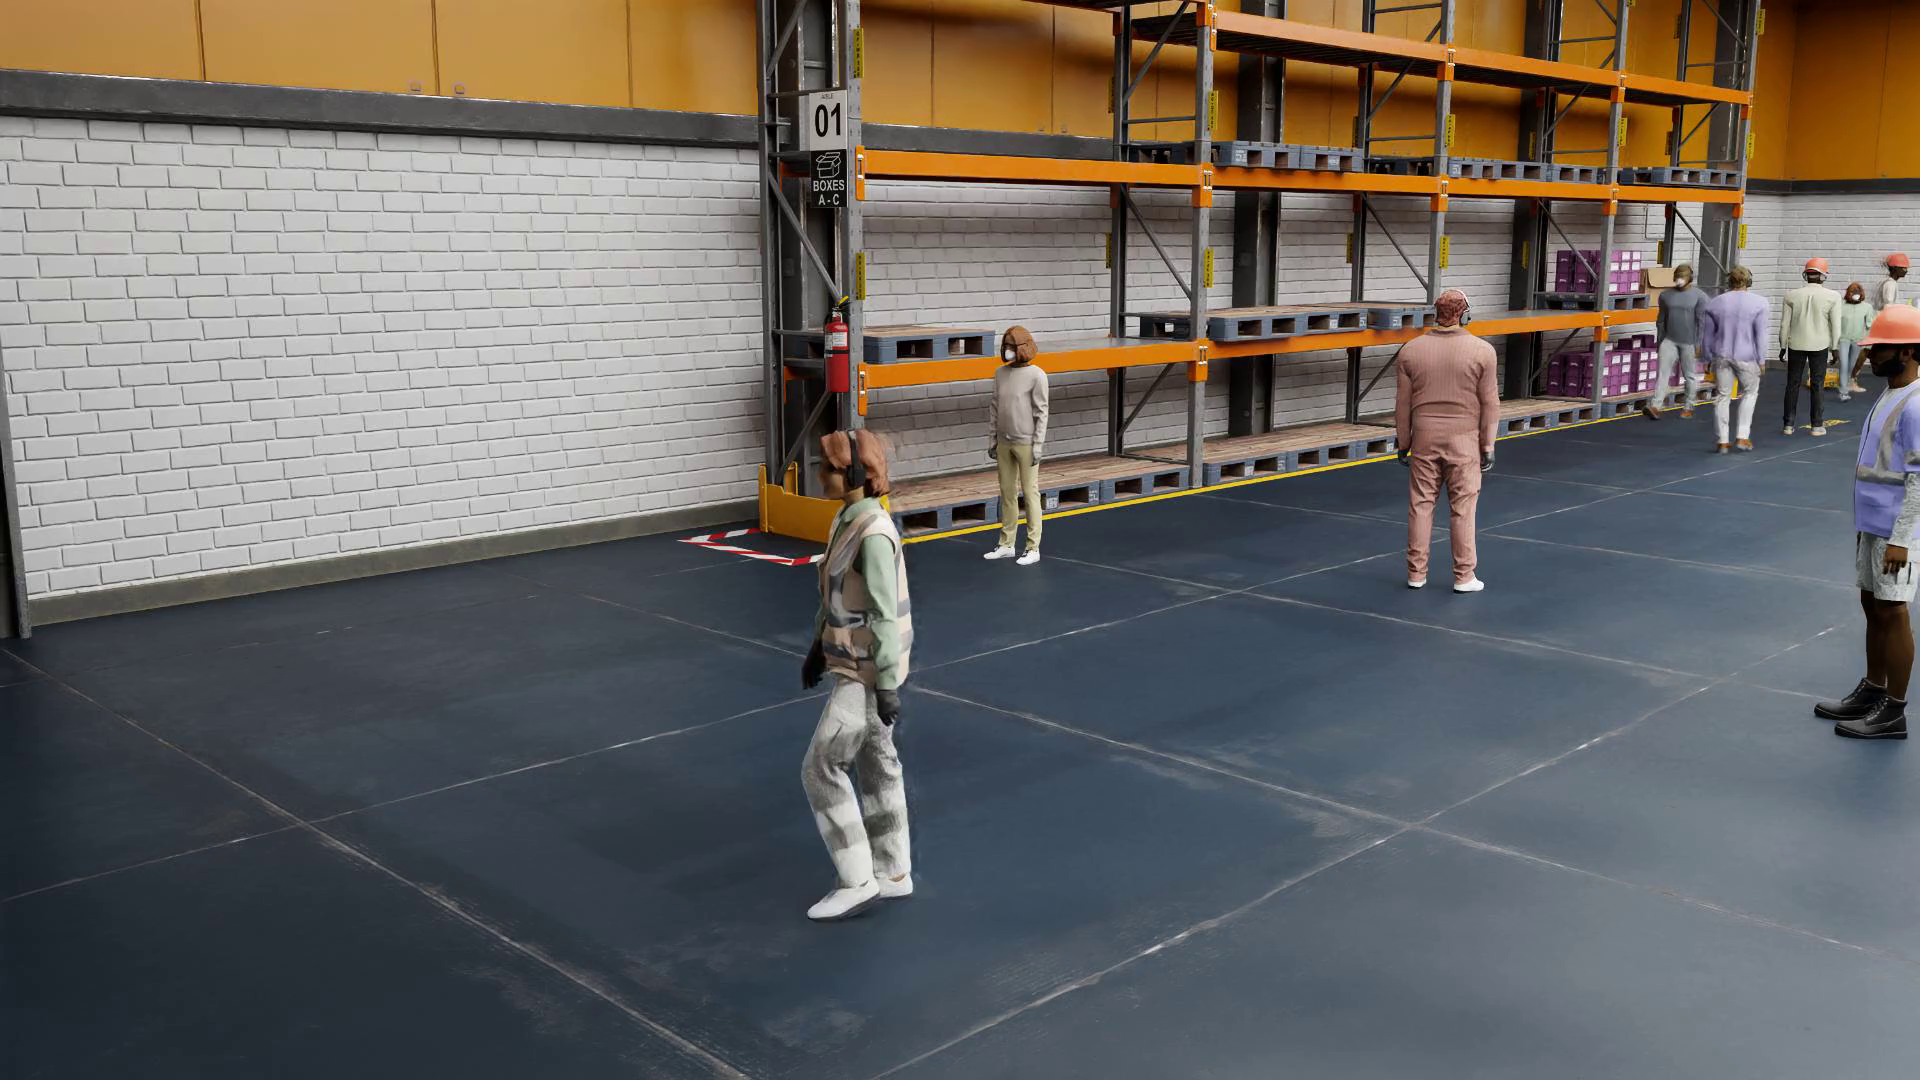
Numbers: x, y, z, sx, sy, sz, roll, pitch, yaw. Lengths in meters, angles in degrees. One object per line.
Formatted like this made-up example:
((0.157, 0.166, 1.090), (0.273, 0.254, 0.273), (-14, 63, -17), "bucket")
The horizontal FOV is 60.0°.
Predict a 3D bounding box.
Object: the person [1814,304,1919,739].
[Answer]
((4.131, -0.075, 7.436), (0.358, 1.937, 0.548), (2, 11, 13), "person")

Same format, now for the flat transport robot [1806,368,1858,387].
((13.022, -2.429, 24.818), (0.652, 0.197, 1.431), (5, 12, 27), "flat transport robot")

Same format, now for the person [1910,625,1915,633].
((5.538, -0.328, 9.358), (0.853, 1.725, 0.552), (-6, 12, -31), "person")

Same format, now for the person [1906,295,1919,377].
((11.297, -2.197, 19.372), (0.631, 1.822, 0.780), (4, 11, 19), "person")

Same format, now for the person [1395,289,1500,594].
((3.067, -0.617, 10.475), (0.639, 1.910, 0.407), (6, 12, 30), "person")

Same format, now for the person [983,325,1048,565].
((0.390, -0.651, 11.404), (0.499, 1.633, 0.289), (10, 15, 44), "person")

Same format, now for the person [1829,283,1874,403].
((11.960, -2.629, 22.273), (0.520, 1.591, 0.816), (2, 11, 9), "person")

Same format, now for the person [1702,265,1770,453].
((8.039, -1.869, 17.230), (0.662, 1.926, 0.570), (9, 14, 41), "person")

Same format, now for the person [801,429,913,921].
((-0.374, 0.442, 5.476), (0.502, 1.620, 0.518), (-1, 10, -7), "person")

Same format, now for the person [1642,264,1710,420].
((8.691, -2.381, 20.151), (1.032, 1.881, 0.654), (-10, 14, -44), "person")

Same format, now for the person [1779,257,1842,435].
((9.571, -2.176, 18.743), (0.622, 1.990, 0.396), (7, 13, 34), "person")

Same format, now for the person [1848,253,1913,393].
((13.058, -3.030, 23.430), (1.065, 1.976, 0.619), (6, 12, 30), "person")
